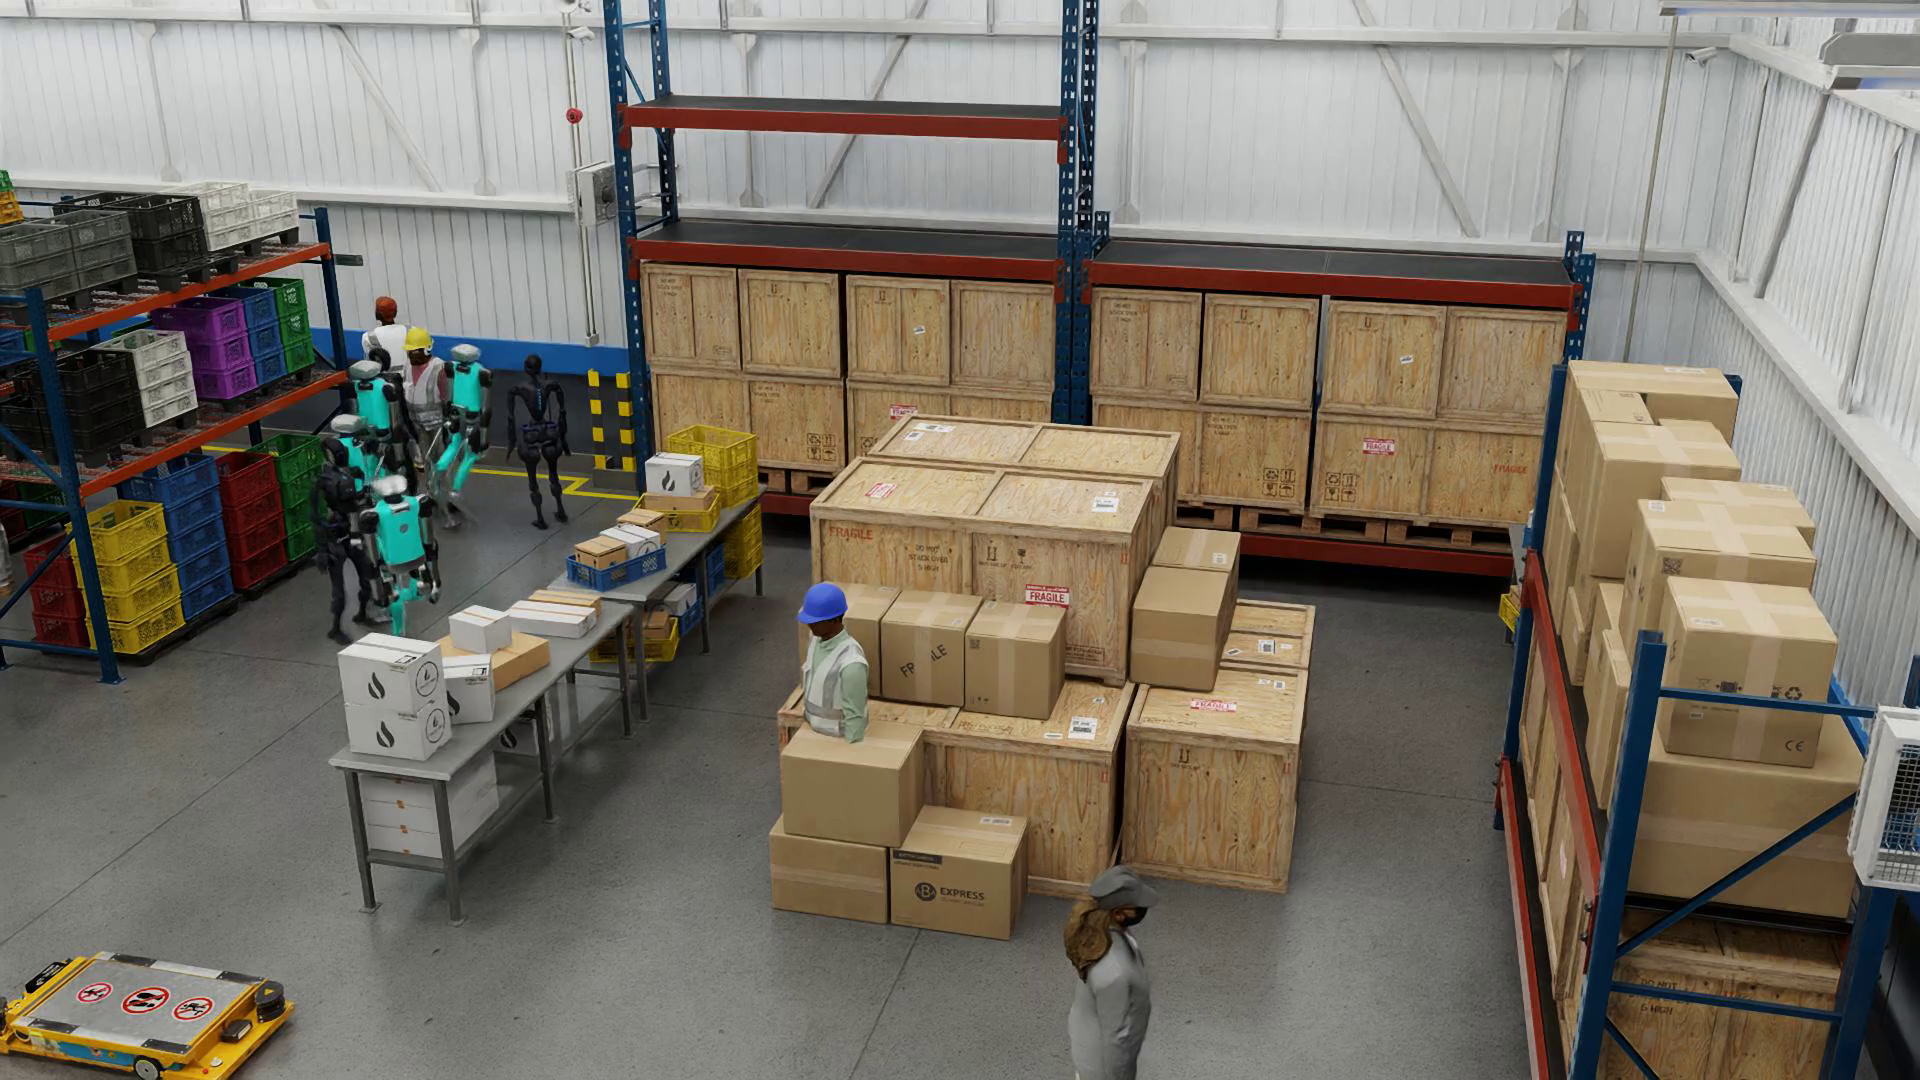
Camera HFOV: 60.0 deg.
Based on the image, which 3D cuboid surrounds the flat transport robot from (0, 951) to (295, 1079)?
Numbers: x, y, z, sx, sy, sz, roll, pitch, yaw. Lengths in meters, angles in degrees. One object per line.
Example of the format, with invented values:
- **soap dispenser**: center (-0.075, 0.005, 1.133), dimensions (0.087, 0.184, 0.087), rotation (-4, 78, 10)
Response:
- **flat transport robot**: center (-4.270, 2.464, 8.601), dimensions (1.431, 0.231, 0.659), rotation (5, 22, 13)

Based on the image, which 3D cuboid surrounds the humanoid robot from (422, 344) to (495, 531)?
- **humanoid robot**: center (-4.632, -0.871, 15.259), dimensions (0.590, 1.770, 0.760), rotation (9, 23, 23)

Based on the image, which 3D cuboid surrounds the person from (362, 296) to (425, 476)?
- **person**: center (-5.684, -1.531, 16.790), dimensions (0.573, 1.884, 0.356), rotation (-13, 24, -30)

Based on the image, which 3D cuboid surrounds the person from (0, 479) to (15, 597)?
- **person**: center (-8.257, -0.410, 13.918), dimensions (0.429, 1.840, 0.634), rotation (-8, 22, -20)

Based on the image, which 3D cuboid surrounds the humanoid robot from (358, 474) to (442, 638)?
- **humanoid robot**: center (-4.118, 0.312, 12.160), dimensions (0.559, 1.733, 1.027), rotation (-18, 27, -39)

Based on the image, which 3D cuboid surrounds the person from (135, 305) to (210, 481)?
- **person**: center (-7.618, -1.391, 16.195), dimensions (0.613, 2.047, 0.355), rotation (2, 21, 5)

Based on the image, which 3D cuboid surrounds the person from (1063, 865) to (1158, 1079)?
- **person**: center (0.629, 2.190, 7.210), dimensions (0.394, 1.769, 0.564), rotation (-1, 21, -2)

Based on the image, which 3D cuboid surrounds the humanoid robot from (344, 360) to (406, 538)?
- **humanoid robot**: center (-5.249, -0.637, 14.732), dimensions (0.555, 1.853, 0.676), rotation (8, 22, 20)

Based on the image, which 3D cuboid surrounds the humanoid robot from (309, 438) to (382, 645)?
- **humanoid robot**: center (-4.874, -0.023, 13.127), dimensions (0.365, 1.640, 0.589), rotation (10, 23, 25)

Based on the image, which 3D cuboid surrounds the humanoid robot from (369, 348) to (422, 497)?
- **humanoid robot**: center (-5.340, -0.997, 15.666), dimensions (0.395, 1.648, 0.598), rotation (9, 23, 21)

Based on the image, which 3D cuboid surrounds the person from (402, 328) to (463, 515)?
- **person**: center (-5.043, -1.134, 15.841), dimensions (0.587, 1.823, 0.405), rotation (11, 24, 27)

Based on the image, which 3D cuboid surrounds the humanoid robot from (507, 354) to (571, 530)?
- **humanoid robot**: center (-3.926, -0.920, 15.475), dimensions (0.602, 1.655, 0.320), rotation (-13, 24, -30)

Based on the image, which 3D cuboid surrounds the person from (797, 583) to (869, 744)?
- **person**: center (-0.735, 1.141, 9.728), dimensions (0.411, 1.939, 0.602), rotation (-10, 23, -25)

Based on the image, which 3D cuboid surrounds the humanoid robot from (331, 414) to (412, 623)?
- **humanoid robot**: center (-4.624, -0.138, 13.352), dimensions (0.698, 1.801, 0.545), rotation (-3, 21, -7)
